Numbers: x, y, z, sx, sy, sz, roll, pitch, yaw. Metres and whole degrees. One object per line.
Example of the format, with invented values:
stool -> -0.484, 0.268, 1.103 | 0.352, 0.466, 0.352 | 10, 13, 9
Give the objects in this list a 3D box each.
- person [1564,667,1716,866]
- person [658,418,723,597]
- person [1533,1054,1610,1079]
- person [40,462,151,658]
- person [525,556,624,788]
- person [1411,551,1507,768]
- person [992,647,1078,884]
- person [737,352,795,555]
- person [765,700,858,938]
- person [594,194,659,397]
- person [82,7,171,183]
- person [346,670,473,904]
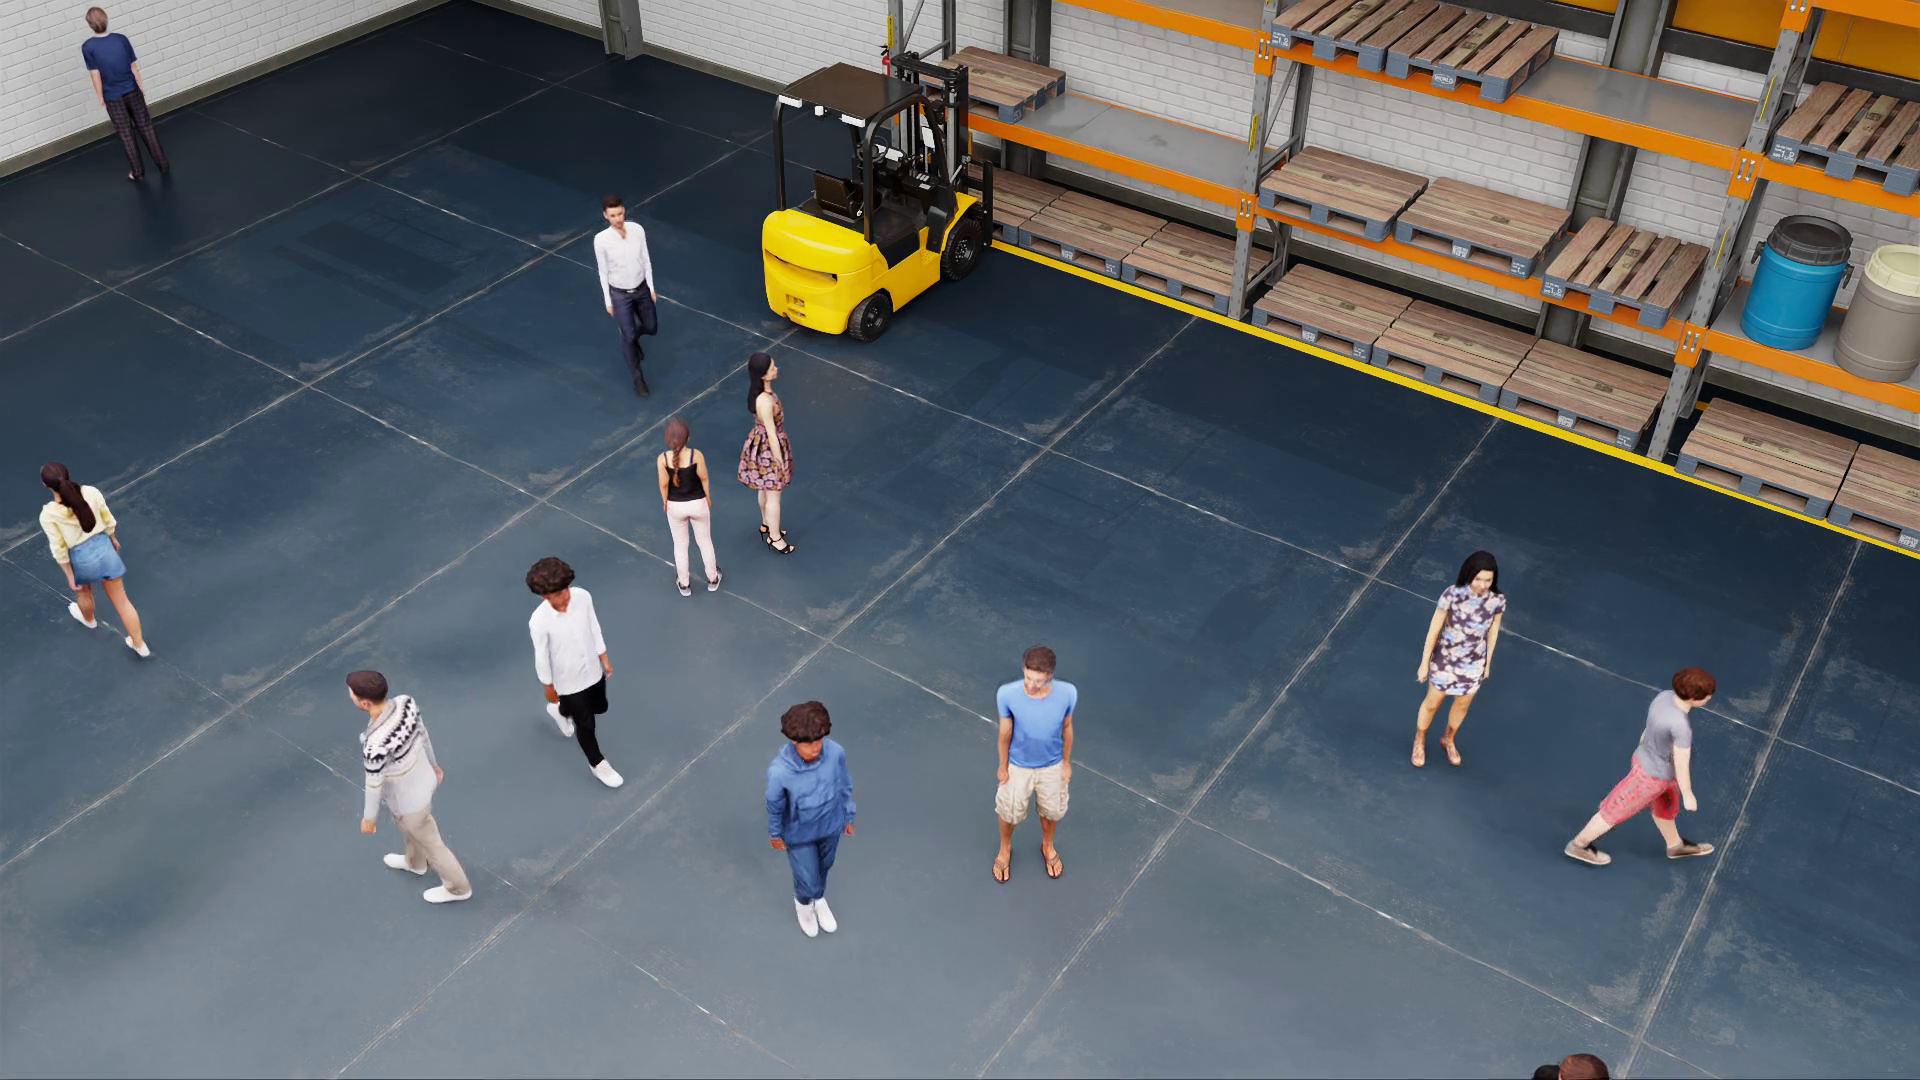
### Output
person -> 4.147, 1.424, 10.194 | 1.202, 1.607, 0.895 | 8, 39, 10
person -> -2.019, -0.253, 12.328 | 0.613, 1.564, 0.673 | -6, 39, -8
person -> 2.828, 3.028, 7.982 | 0.836, 1.860, 0.720 | -15, 41, -18
person -> -6.094, 0.179, 11.763 | 1.026, 1.594, 0.685 | 25, 45, 28
person -> -2.548, 0.805, 10.816 | 0.964, 1.797, 0.646 | 26, 46, 29
person -> 3.266, 0.781, 10.897 | 0.653, 1.734, 0.765 | 2, 39, 2
person -> 0.451, 1.331, 10.105 | 0.708, 1.863, 0.793 | -3, 39, -4
person -> -1.448, -0.665, 12.675 | 0.862, 1.774, 0.789 | -12, 40, -14
person -> -0.918, 1.605, 9.814 | 0.782, 1.797, 0.763 | -22, 44, -25
person -> -2.922, -2.208, 14.551 | 0.868, 1.844, 1.046 | -20, 43, -23
person -> -8.925, -4.752, 17.715 | 0.714, 1.871, 0.633 | -28, 46, -30
person -> -3.197, 1.503, 9.907 | 1.021, 1.840, 0.930 | 1, 39, 1
